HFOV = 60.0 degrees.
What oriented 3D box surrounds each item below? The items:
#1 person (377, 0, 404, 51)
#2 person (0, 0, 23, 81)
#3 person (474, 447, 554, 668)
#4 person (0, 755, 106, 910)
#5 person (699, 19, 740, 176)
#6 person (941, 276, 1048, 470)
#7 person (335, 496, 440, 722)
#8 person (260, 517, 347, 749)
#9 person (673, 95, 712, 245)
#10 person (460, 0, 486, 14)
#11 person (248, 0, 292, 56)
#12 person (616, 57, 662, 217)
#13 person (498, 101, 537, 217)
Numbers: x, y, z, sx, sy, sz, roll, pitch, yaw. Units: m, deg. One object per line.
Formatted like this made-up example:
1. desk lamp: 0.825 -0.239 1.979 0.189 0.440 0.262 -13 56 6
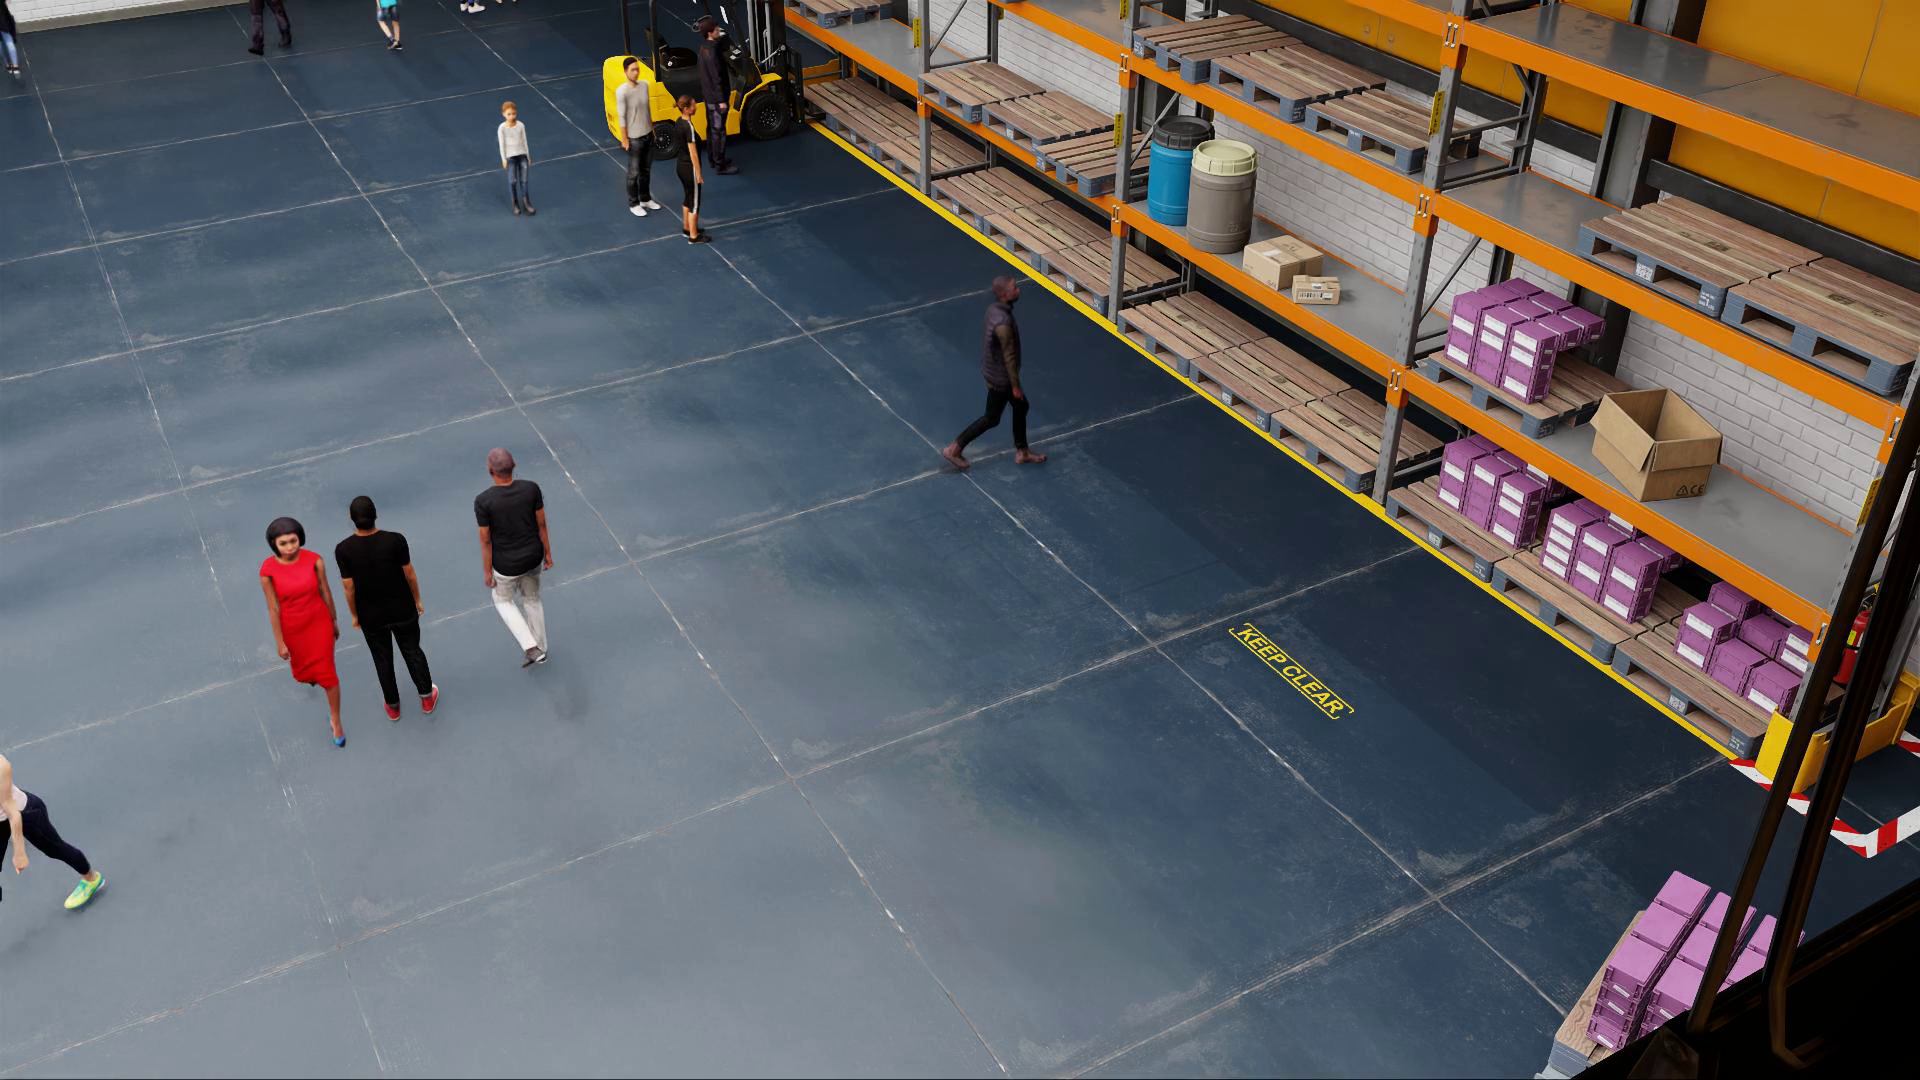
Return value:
1. person: -8.299 -7.837 24.176 0.640 1.439 0.592 28 43 36
2. person: -13.326 -7.195 23.017 0.623 1.654 1.082 -17 37 -23
3. person: -3.104 0.195 11.775 0.718 1.790 0.794 -22 39 -29
4. person: -5.459 1.616 9.762 1.180 1.652 1.116 15 37 22
5. person: -2.965 -5.358 20.088 0.817 1.837 0.566 -11 35 -16
6. person: 0.269 -1.364 14.113 1.125 1.799 1.221 0 34 -1
7. person: -3.936 0.467 11.397 0.664 1.757 0.590 -11 35 -17
8. person: -4.442 0.581 11.255 0.580 1.725 0.917 -17 37 -24
9. person: -2.993 -4.098 18.347 0.663 1.665 0.464 -15 36 -21
10. person: -7.753 -9.118 25.807 0.604 1.769 0.764 26 41 33
11. person: -10.052 -8.019 24.073 1.132 1.857 1.287 3 34 5
12. person: -3.698 -4.636 19.026 0.699 1.810 0.732 20 39 28
13. person: -5.102 -4.394 19.109 0.471 1.314 0.467 -19 38 -26
